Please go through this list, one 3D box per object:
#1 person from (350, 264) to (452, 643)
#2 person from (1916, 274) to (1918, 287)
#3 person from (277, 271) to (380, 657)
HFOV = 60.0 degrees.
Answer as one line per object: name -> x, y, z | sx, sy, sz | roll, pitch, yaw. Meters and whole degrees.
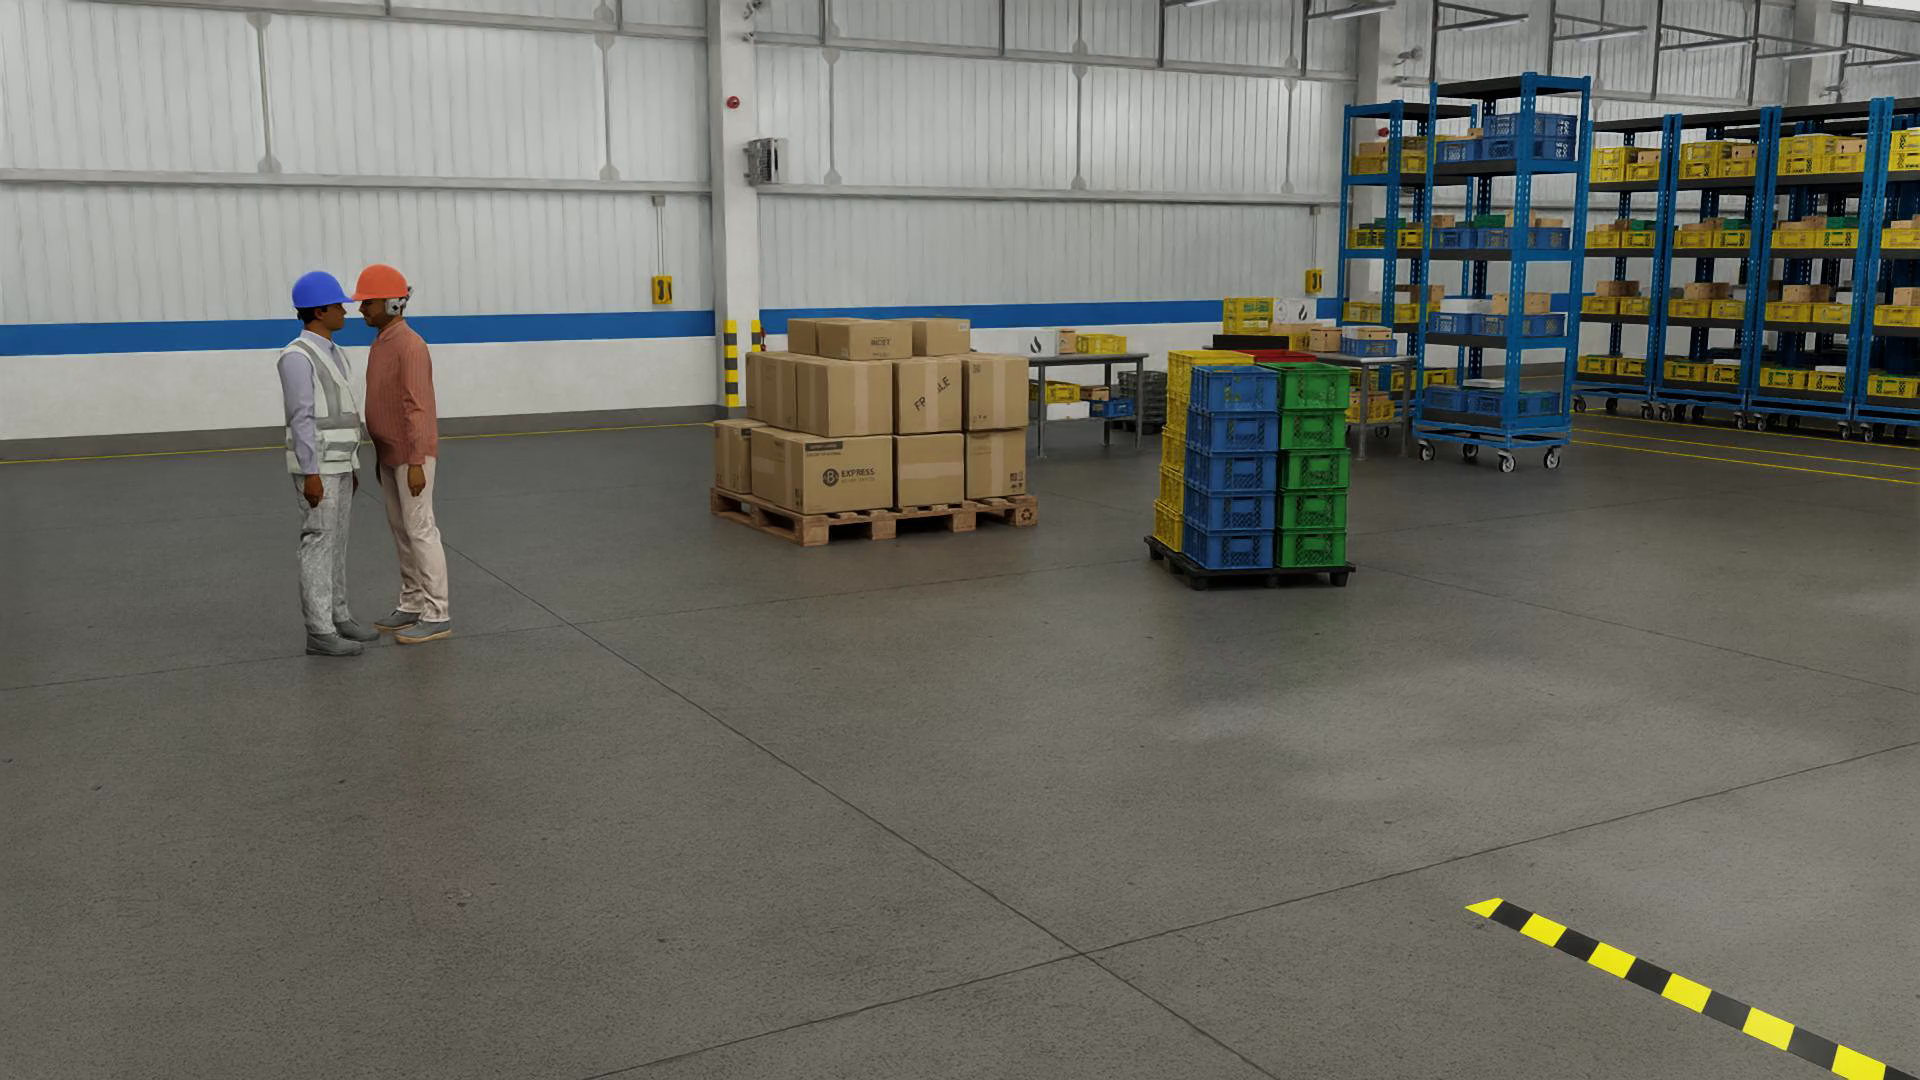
person -> -2.970, -0.452, 8.783 | 0.415, 1.985, 0.610 | -8, 13, -38
person -> 16.210, -3.782, 28.076 | 0.603, 1.823, 0.425 | 1, 10, 3
person -> -3.242, -0.387, 8.498 | 0.380, 1.949, 0.613 | -1, 10, -3
